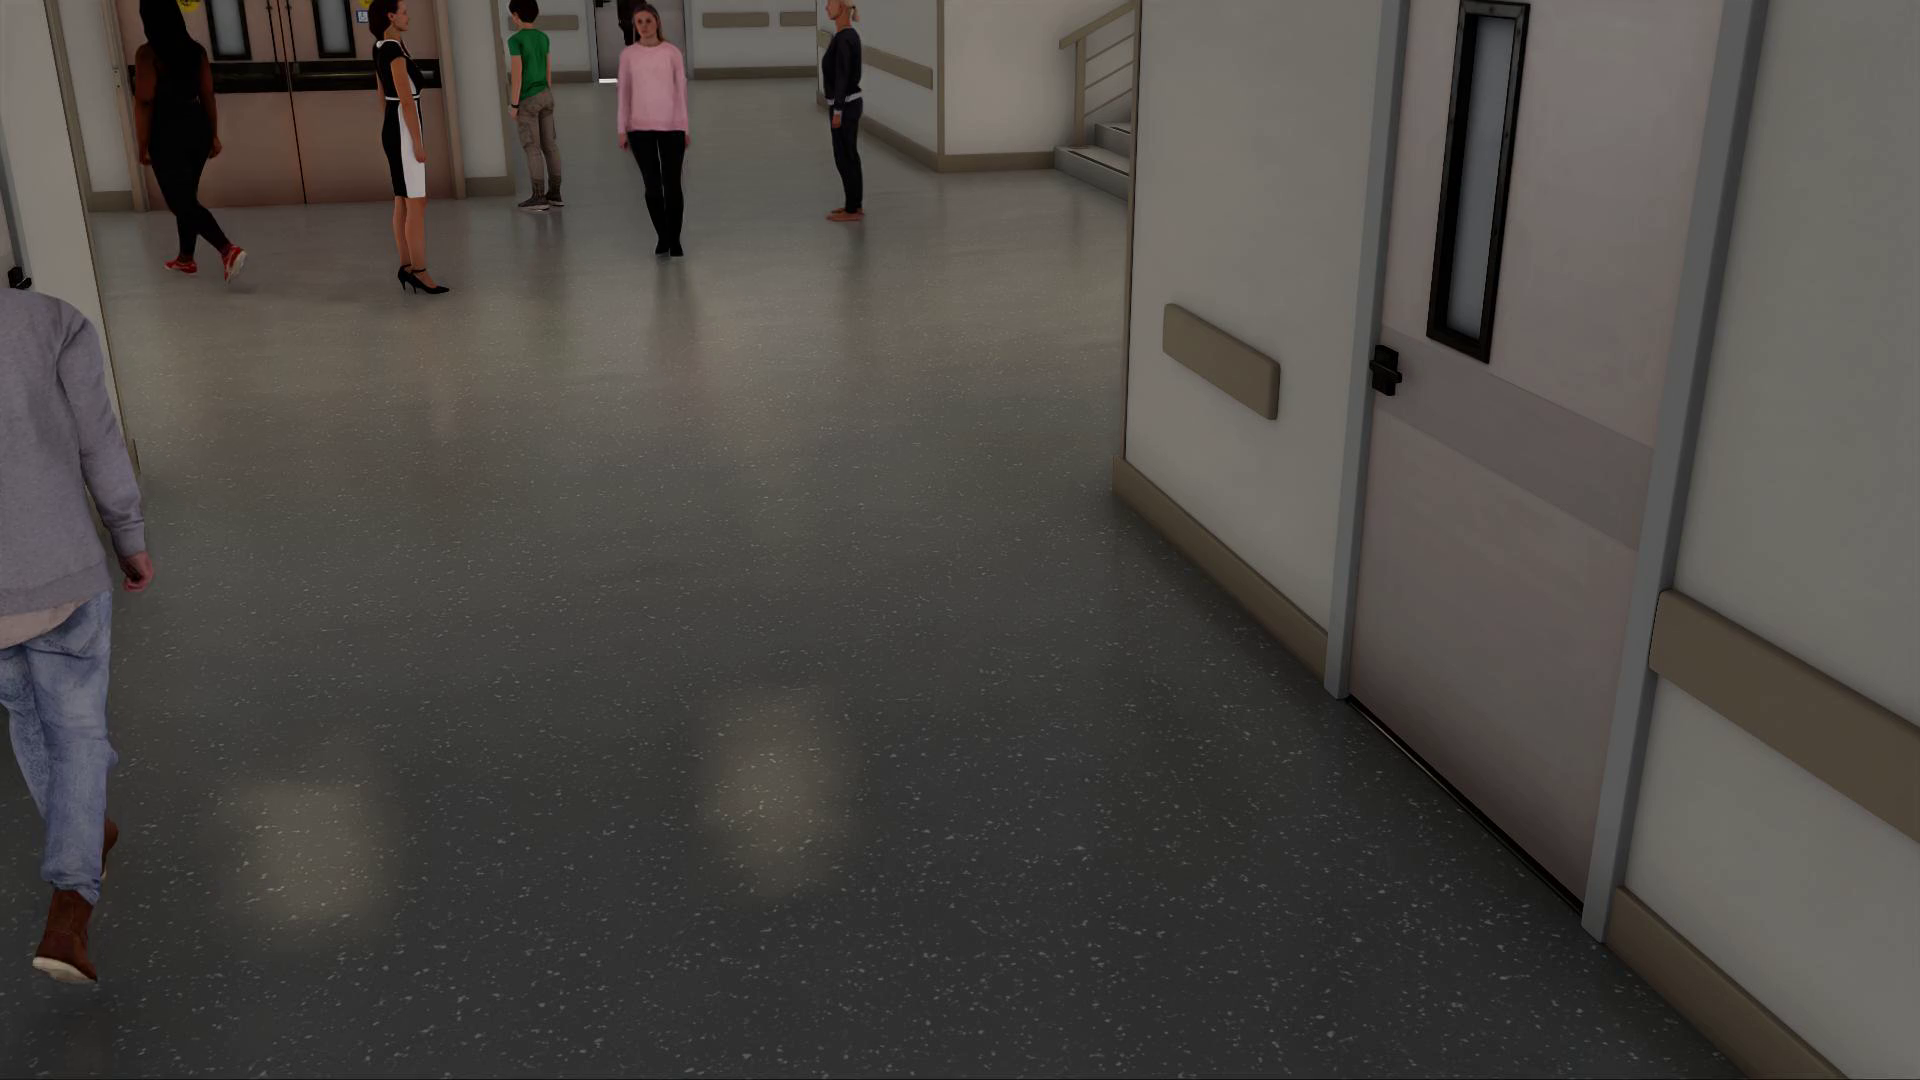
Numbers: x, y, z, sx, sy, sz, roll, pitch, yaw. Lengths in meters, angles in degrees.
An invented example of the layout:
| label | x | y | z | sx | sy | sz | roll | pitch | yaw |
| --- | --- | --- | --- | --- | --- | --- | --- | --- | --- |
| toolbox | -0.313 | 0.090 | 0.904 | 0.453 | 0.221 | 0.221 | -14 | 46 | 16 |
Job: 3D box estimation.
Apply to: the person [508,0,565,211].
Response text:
| label | x | y | z | sx | sy | sz | roll | pitch | yaw |
| --- | --- | --- | --- | --- | --- | --- | --- | --- | --- |
| person | -3.385 | -3.484 | 13.244 | 0.714 | 1.651 | 0.654 | 12 | 24 | 28 |

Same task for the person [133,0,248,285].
| label | x | y | z | sx | sy | sz | roll | pitch | yaw |
| --- | --- | --- | --- | --- | --- | --- | --- | --- | --- |
| person | -4.825 | -2.477 | 10.397 | 1.222 | 1.785 | 1.154 | 11 | 23 | 26 |

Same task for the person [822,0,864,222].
| label | x | y | z | sx | sy | sz | roll | pitch | yaw |
| --- | --- | --- | --- | --- | --- | --- | --- | --- | --- |
| person | -0.872 | -3.356 | 12.803 | 0.631 | 1.725 | 0.687 | 1 | 21 | 2 |

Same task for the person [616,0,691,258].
| label | x | y | z | sx | sy | sz | roll | pitch | yaw |
| --- | --- | --- | --- | --- | --- | --- | --- | --- | --- |
| person | -2.076 | -2.806 | 11.428 | 0.759 | 1.670 | 0.768 | -1 | 21 | -4 |

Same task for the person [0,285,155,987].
| label | x | y | z | sx | sy | sz | roll | pitch | yaw |
| --- | --- | --- | --- | --- | --- | --- | --- | --- | --- |
| person | -2.020 | 0.098 | 3.562 | 1.089 | 1.810 | 0.775 | -6 | 22 | -16 |

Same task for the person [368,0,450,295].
| label | x | y | z | sx | sy | sz | roll | pitch | yaw |
| --- | --- | --- | --- | --- | --- | --- | --- | --- | --- |
| person | -3.422 | -2.426 | 10.247 | 0.599 | 1.796 | 0.639 | -14 | 25 | -33 |
